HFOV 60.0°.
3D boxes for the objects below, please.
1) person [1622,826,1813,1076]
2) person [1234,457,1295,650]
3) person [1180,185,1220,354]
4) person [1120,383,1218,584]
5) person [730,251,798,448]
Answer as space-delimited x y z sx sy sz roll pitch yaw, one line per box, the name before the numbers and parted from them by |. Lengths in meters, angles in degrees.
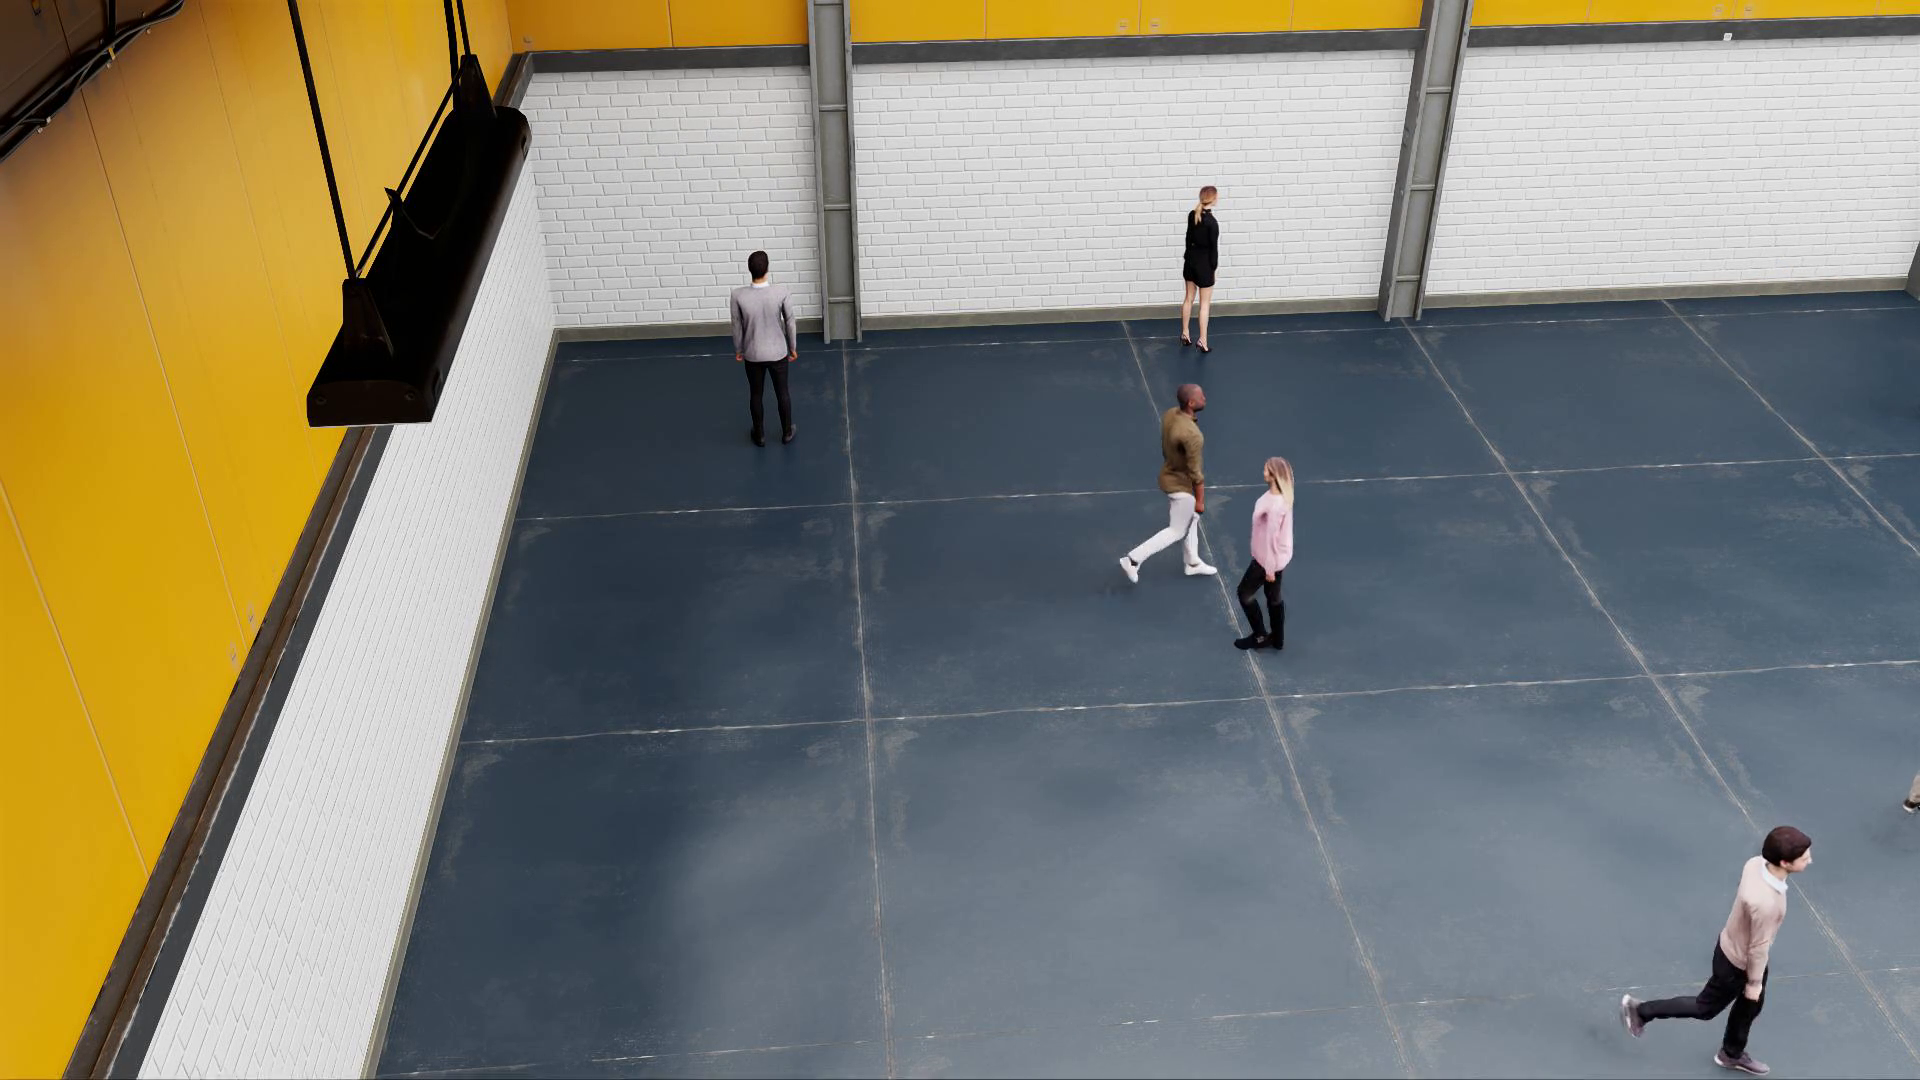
person | 4.263 2.290 9.241 1.172 1.786 0.988 15 36 21
person | 2.444 0.136 12.589 0.748 1.667 0.713 12 35 17
person | 2.431 -2.745 16.832 0.686 1.768 0.656 -24 41 -32
person | 1.696 -0.409 13.289 1.095 1.800 0.746 -5 34 -8
person | -1.778 -1.737 15.176 0.546 1.923 0.783 -3 34 -5
